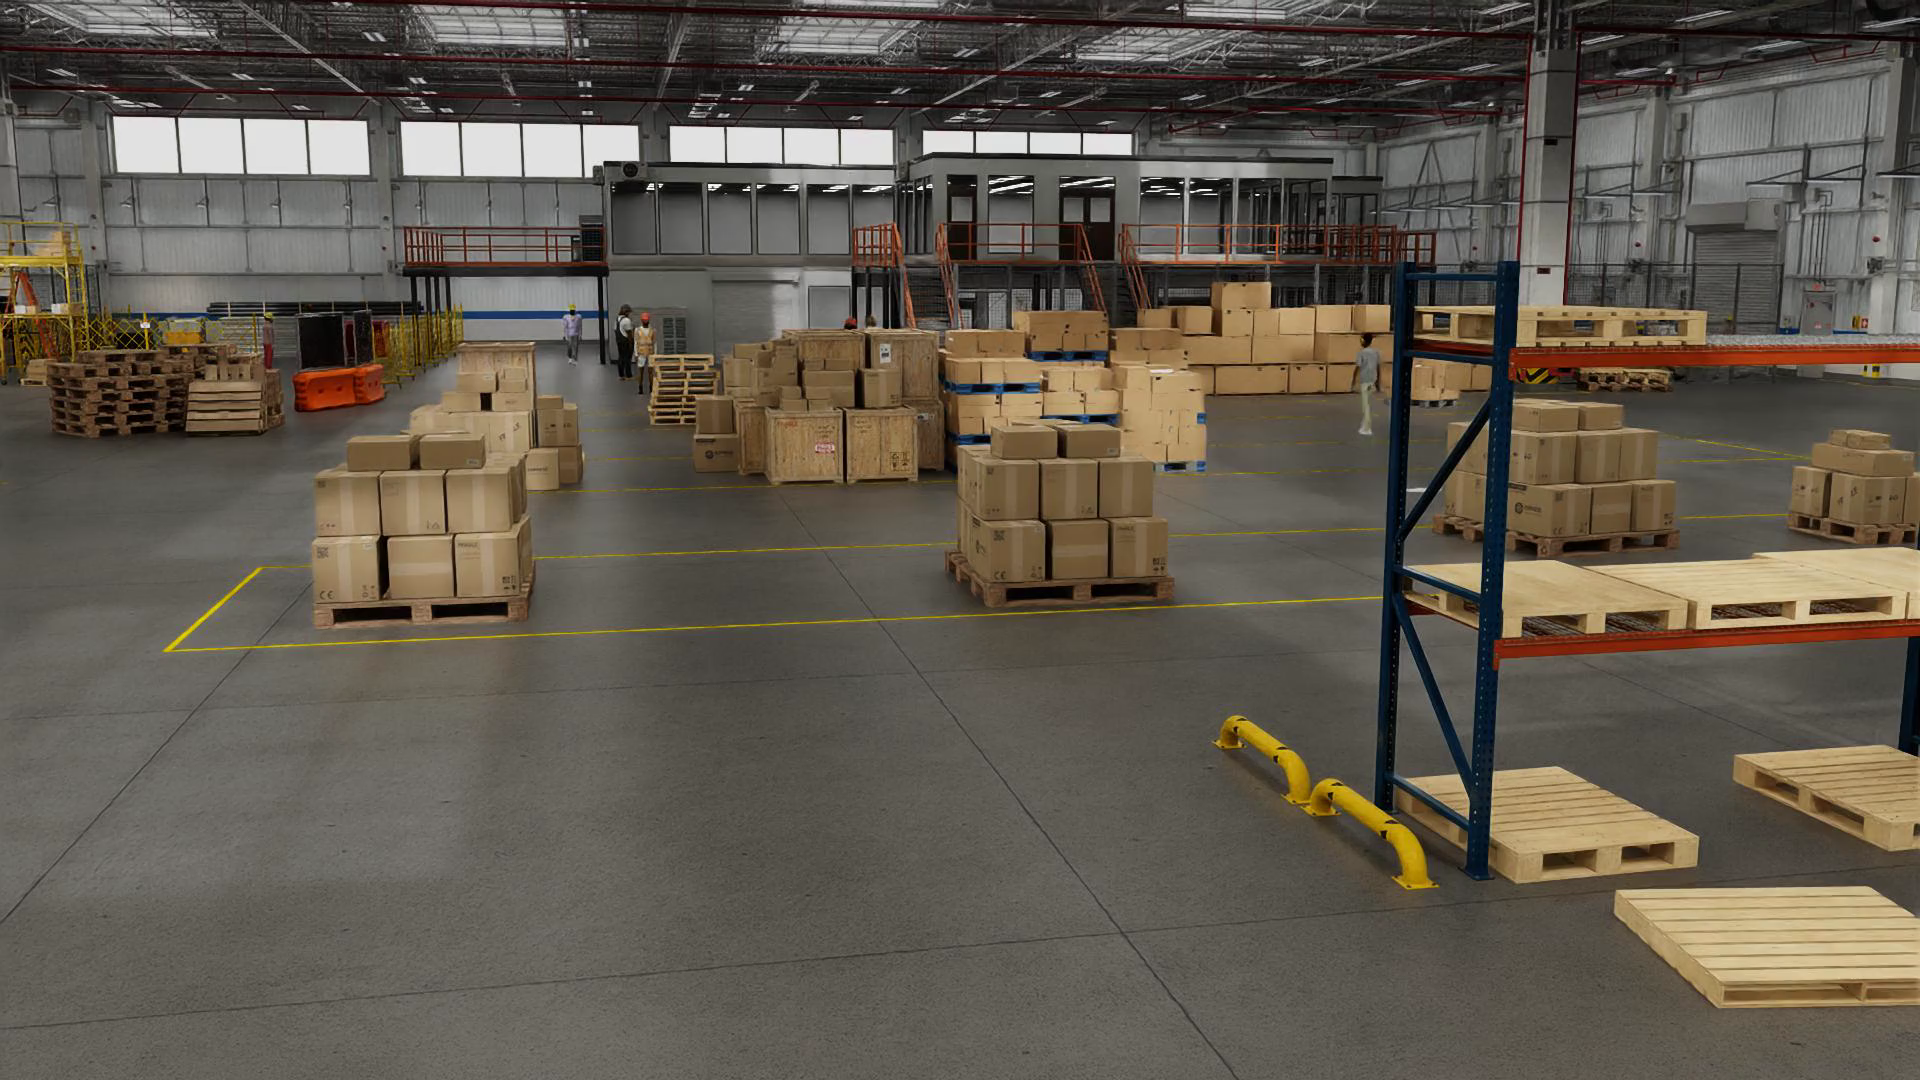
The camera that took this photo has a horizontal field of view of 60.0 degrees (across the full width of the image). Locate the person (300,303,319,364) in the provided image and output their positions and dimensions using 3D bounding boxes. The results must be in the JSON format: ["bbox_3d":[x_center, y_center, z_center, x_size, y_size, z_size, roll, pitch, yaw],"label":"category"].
[{"bbox_3d":[-20.339,-6.456,52.031,0.581,1.880,0.479,0,9,0],"label":"person"}]

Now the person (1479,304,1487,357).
[{"bbox_3d":[14.315,-5.471,45.660,0.384,1.993,0.623,-1,9,-3],"label":"person"}]

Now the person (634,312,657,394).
[{"bbox_3d":[-7.450,-4.427,39.461,0.545,1.943,0.347,-3,10,-19],"label":"person"}]

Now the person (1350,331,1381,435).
[{"bbox_3d":[7.260,-2.822,29.943,0.565,1.850,0.602,-5,11,-29],"label":"person"}]

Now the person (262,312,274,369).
[{"bbox_3d":[-19.075,-5.398,45.945,0.333,1.761,0.526,-9,13,-44],"label":"person"}]

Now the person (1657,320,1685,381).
[{"bbox_3d":[18.530,-5.032,43.330,1.016,1.877,0.577,-1,9,-8],"label":"person"}]

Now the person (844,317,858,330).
[{"bbox_3d":[-2.119,-3.308,32.338,0.614,2.039,0.394,0,9,-1],"label":"person"}]

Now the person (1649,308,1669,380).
[{"bbox_3d":[18.631,-5.198,44.242,0.586,1.916,0.391,2,9,11],"label":"person"}]

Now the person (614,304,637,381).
[{"bbox_3d":[-8.852,-5.249,44.171,0.536,2.000,0.684,-8,12,-40],"label":"person"}]

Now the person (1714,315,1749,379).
[{"bbox_3d":[20.673,-5.145,44.505,0.887,1.727,0.532,8,12,41],"label":"person"}]

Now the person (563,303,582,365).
[{"bbox_3d":[-11.911,-6.335,51.195,0.583,1.908,0.464,-3,10,-16],"label":"person"}]

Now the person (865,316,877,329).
[{"bbox_3d":[-2.039,-4.153,37.989,0.647,1.910,0.937,-2,10,-13],"label":"person"}]
